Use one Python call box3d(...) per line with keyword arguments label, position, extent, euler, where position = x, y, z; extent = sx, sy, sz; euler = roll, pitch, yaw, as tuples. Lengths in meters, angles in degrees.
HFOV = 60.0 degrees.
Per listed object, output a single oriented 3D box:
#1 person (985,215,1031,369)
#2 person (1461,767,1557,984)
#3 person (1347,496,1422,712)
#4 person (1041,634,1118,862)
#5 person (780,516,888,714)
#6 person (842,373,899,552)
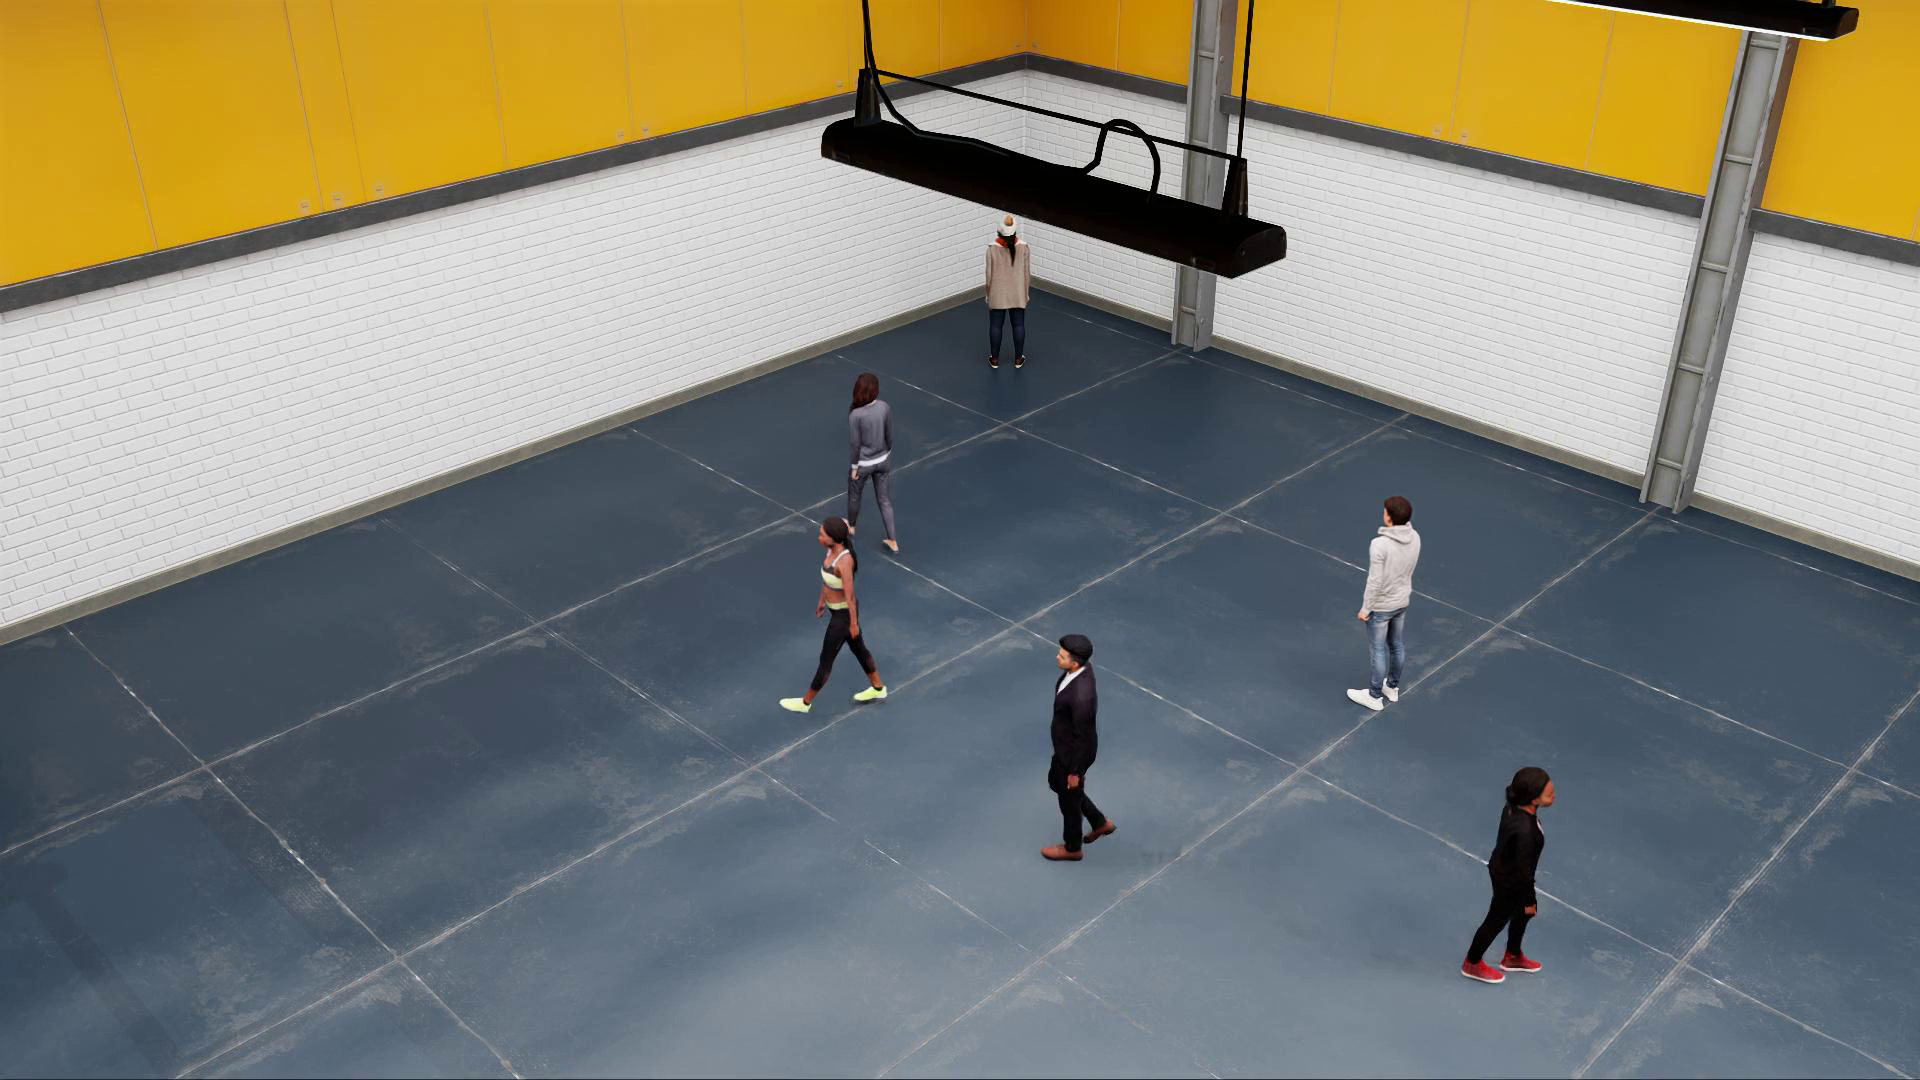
box3d(label="person", position=(0.550, -2.918, 19.423), extent=(0.812, 1.876, 0.870), euler=(0, 29, -1))
box3d(label="person", position=(3.376, 2.108, 10.435), extent=(0.874, 1.661, 0.799), euler=(6, 29, 11))
box3d(label="person", position=(3.399, 0.497, 13.187), extent=(0.697, 1.852, 0.622), euler=(-20, 34, -32))
box3d(label="person", position=(0.881, 1.441, 11.442), extent=(0.974, 1.867, 0.916), euler=(1, 29, 2))
box3d(label="person", position=(-0.831, 0.596, 13.157), extent=(1.027, 1.709, 1.129), euler=(-7, 29, -13))
box3d(label="person", position=(-0.784, -0.694, 15.498), extent=(0.793, 1.730, 1.102), euler=(-17, 33, -28))
